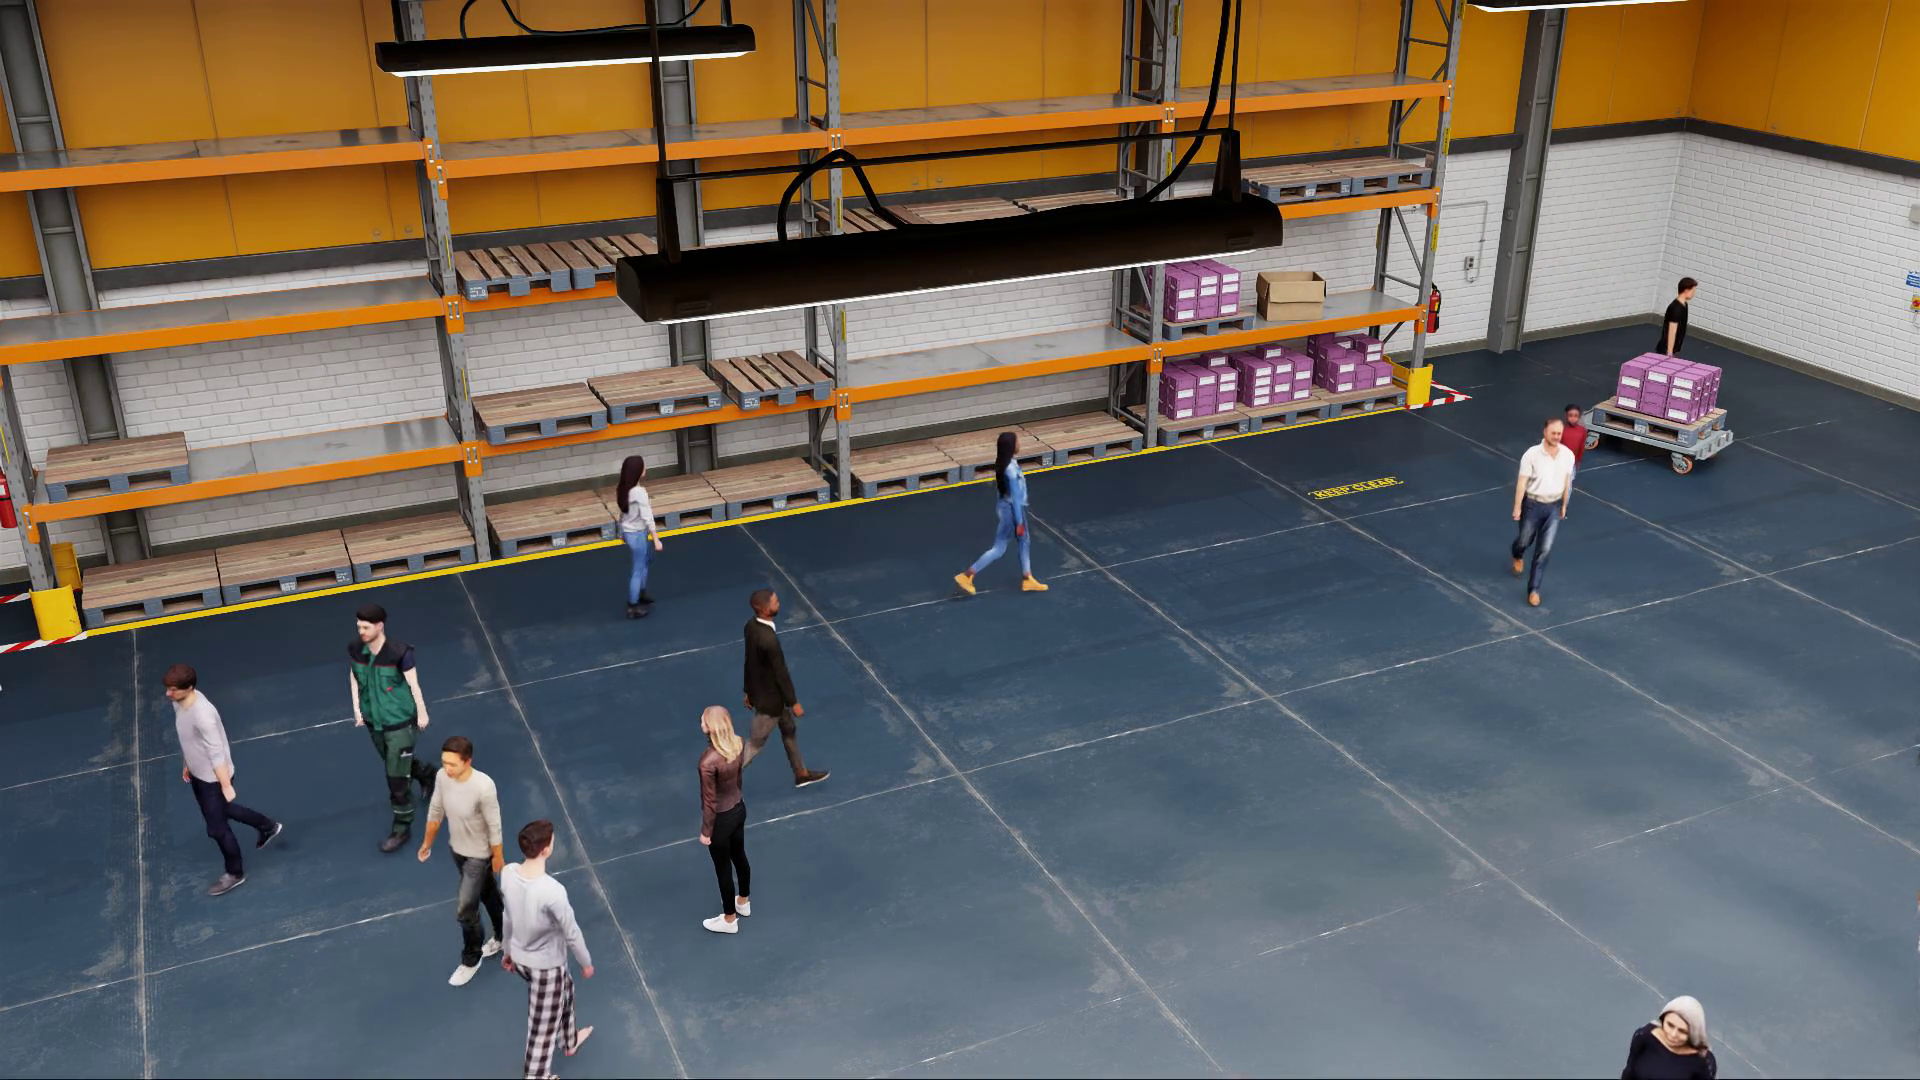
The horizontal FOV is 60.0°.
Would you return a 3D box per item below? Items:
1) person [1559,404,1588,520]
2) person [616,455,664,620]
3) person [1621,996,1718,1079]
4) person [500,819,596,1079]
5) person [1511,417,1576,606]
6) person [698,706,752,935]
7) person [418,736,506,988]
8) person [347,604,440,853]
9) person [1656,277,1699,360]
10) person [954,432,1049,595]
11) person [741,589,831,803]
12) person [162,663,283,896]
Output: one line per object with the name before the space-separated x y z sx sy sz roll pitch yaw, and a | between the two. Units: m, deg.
person | 6.620 -0.906 18.199 0.851 1.250 0.875 6 24 13
person | -3.122 0.004 15.663 0.637 1.615 0.652 -15 28 -31
person | 3.597 3.027 8.593 0.759 1.738 0.812 16 28 33
person | -2.506 2.498 9.692 0.947 1.826 1.065 15 28 30
person | 5.642 -0.349 16.197 1.154 1.834 1.109 3 24 8
person | -1.589 1.877 11.266 0.728 1.705 0.657 9 25 21
person | -3.102 1.993 10.909 0.858 1.777 0.950 21 31 40
person | -4.186 1.297 12.394 1.226 1.864 1.240 6 24 13
person | 8.822 -2.405 20.890 1.035 1.843 1.035 14 27 28
person | 0.387 -0.208 16.072 1.240 1.676 0.861 -3 24 -6
person | -1.546 1.248 12.638 1.228 1.757 0.695 -9 25 -20
person | -5.204 1.621 11.710 0.967 1.818 0.823 -18 29 -36
